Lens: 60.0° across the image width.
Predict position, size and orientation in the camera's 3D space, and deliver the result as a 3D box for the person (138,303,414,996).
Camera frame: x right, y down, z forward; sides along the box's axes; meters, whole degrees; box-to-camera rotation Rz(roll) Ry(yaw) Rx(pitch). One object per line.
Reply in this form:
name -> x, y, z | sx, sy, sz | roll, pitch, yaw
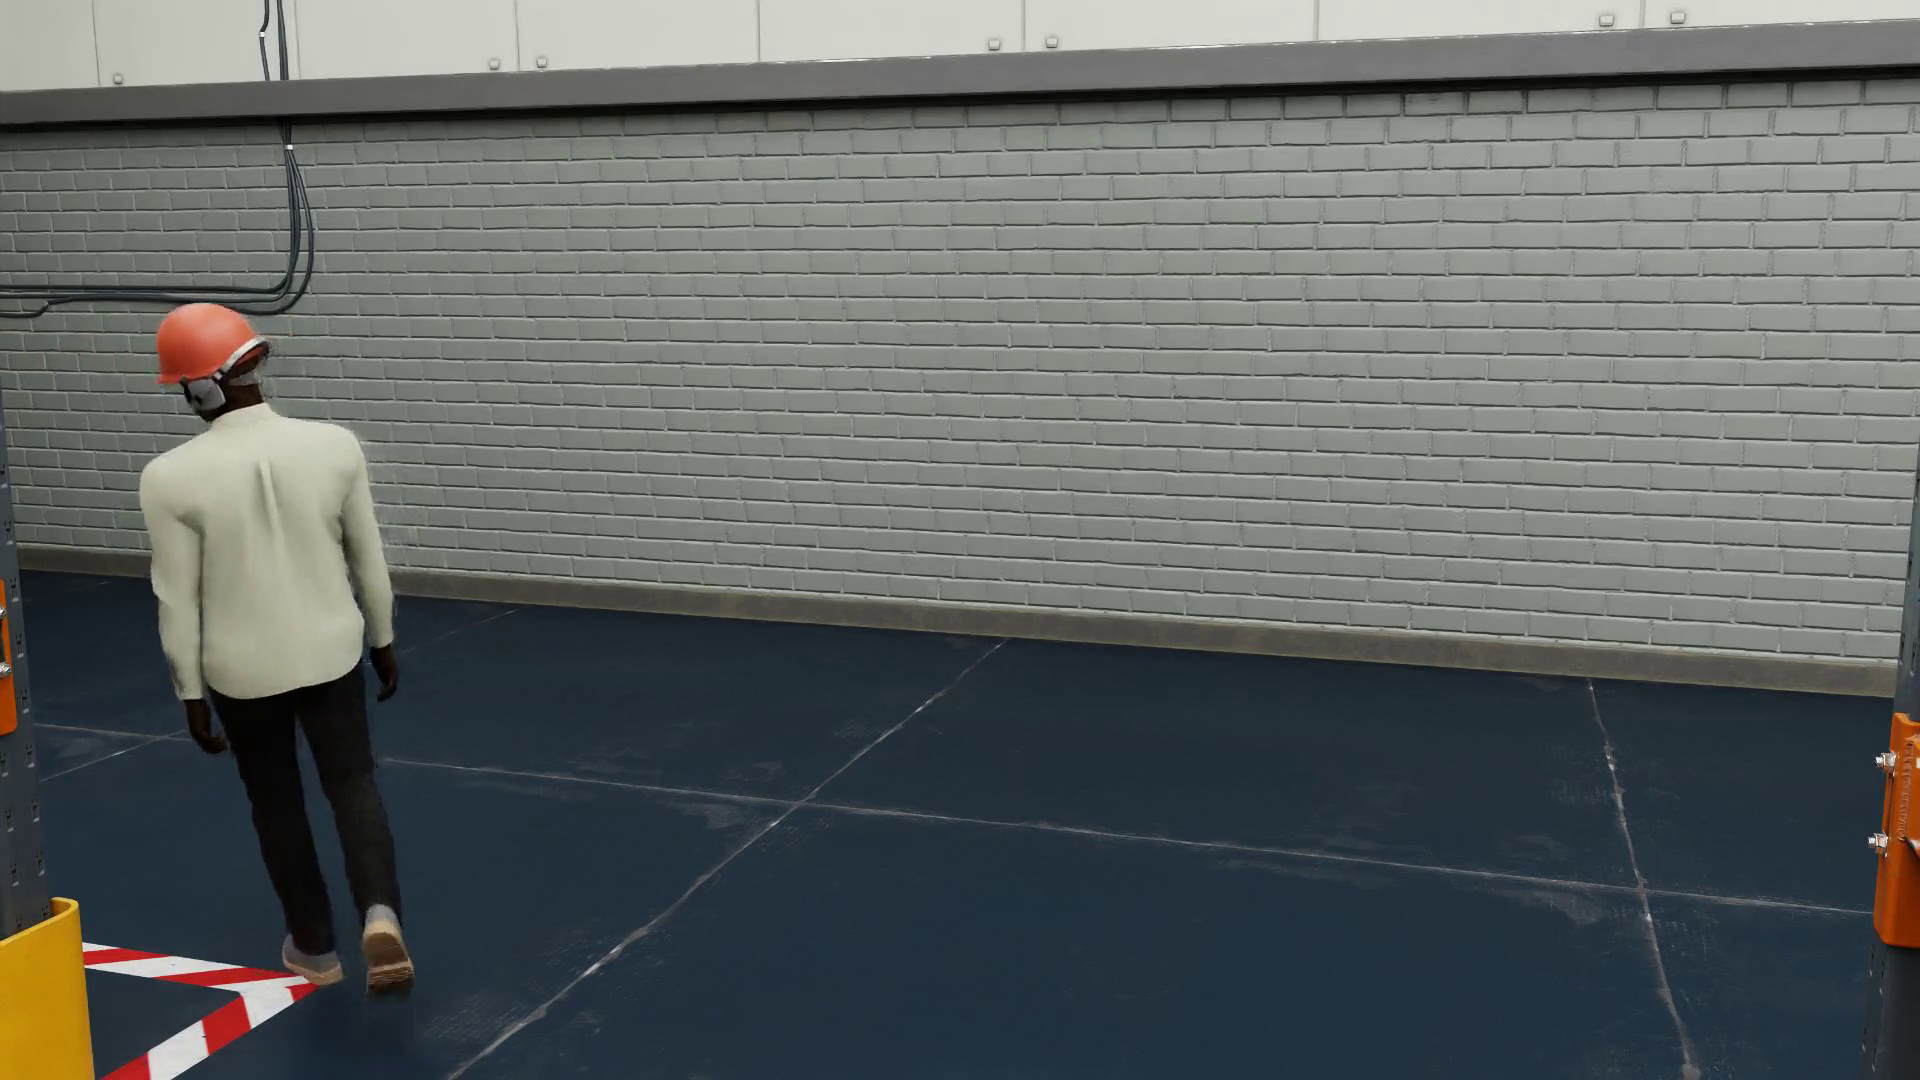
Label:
person -> -1.826, 0.343, 4.516 | 0.655, 1.964, 0.700 | -7, 12, -36
